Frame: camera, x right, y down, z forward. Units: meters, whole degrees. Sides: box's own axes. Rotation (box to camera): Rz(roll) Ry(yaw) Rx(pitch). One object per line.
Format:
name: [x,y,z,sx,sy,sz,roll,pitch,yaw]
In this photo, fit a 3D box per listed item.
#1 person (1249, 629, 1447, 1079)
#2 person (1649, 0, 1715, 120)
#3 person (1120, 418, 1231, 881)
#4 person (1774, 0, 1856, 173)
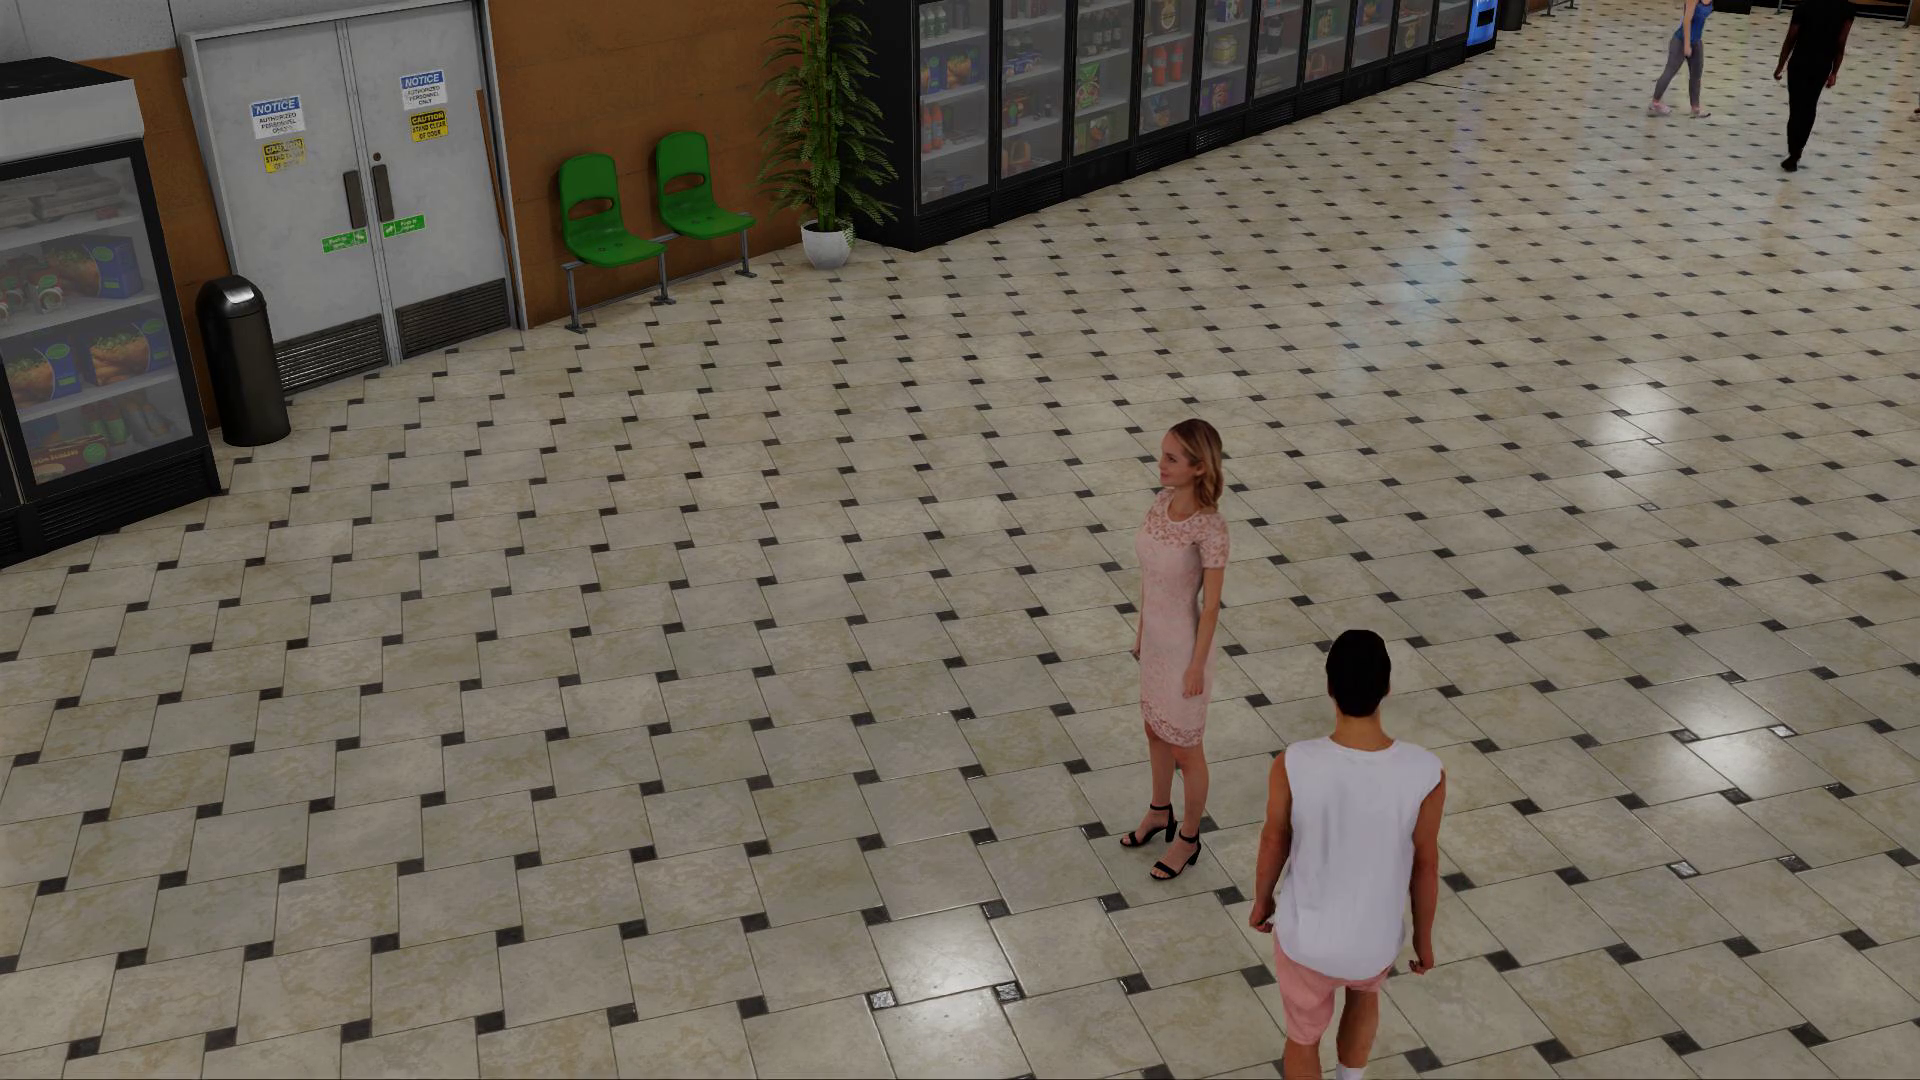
person: [1.074,1.126,4.685,0.772,1.770,0.867,4,27,8]
person: [7.562,-5.206,17.407,0.804,1.556,1.064,-19,32,-32]
person: [0.797,0.408,6.035,0.699,1.830,0.569,-12,29,-23]
person: [7.880,-4.320,15.390,0.926,1.801,0.949,5,27,9]
